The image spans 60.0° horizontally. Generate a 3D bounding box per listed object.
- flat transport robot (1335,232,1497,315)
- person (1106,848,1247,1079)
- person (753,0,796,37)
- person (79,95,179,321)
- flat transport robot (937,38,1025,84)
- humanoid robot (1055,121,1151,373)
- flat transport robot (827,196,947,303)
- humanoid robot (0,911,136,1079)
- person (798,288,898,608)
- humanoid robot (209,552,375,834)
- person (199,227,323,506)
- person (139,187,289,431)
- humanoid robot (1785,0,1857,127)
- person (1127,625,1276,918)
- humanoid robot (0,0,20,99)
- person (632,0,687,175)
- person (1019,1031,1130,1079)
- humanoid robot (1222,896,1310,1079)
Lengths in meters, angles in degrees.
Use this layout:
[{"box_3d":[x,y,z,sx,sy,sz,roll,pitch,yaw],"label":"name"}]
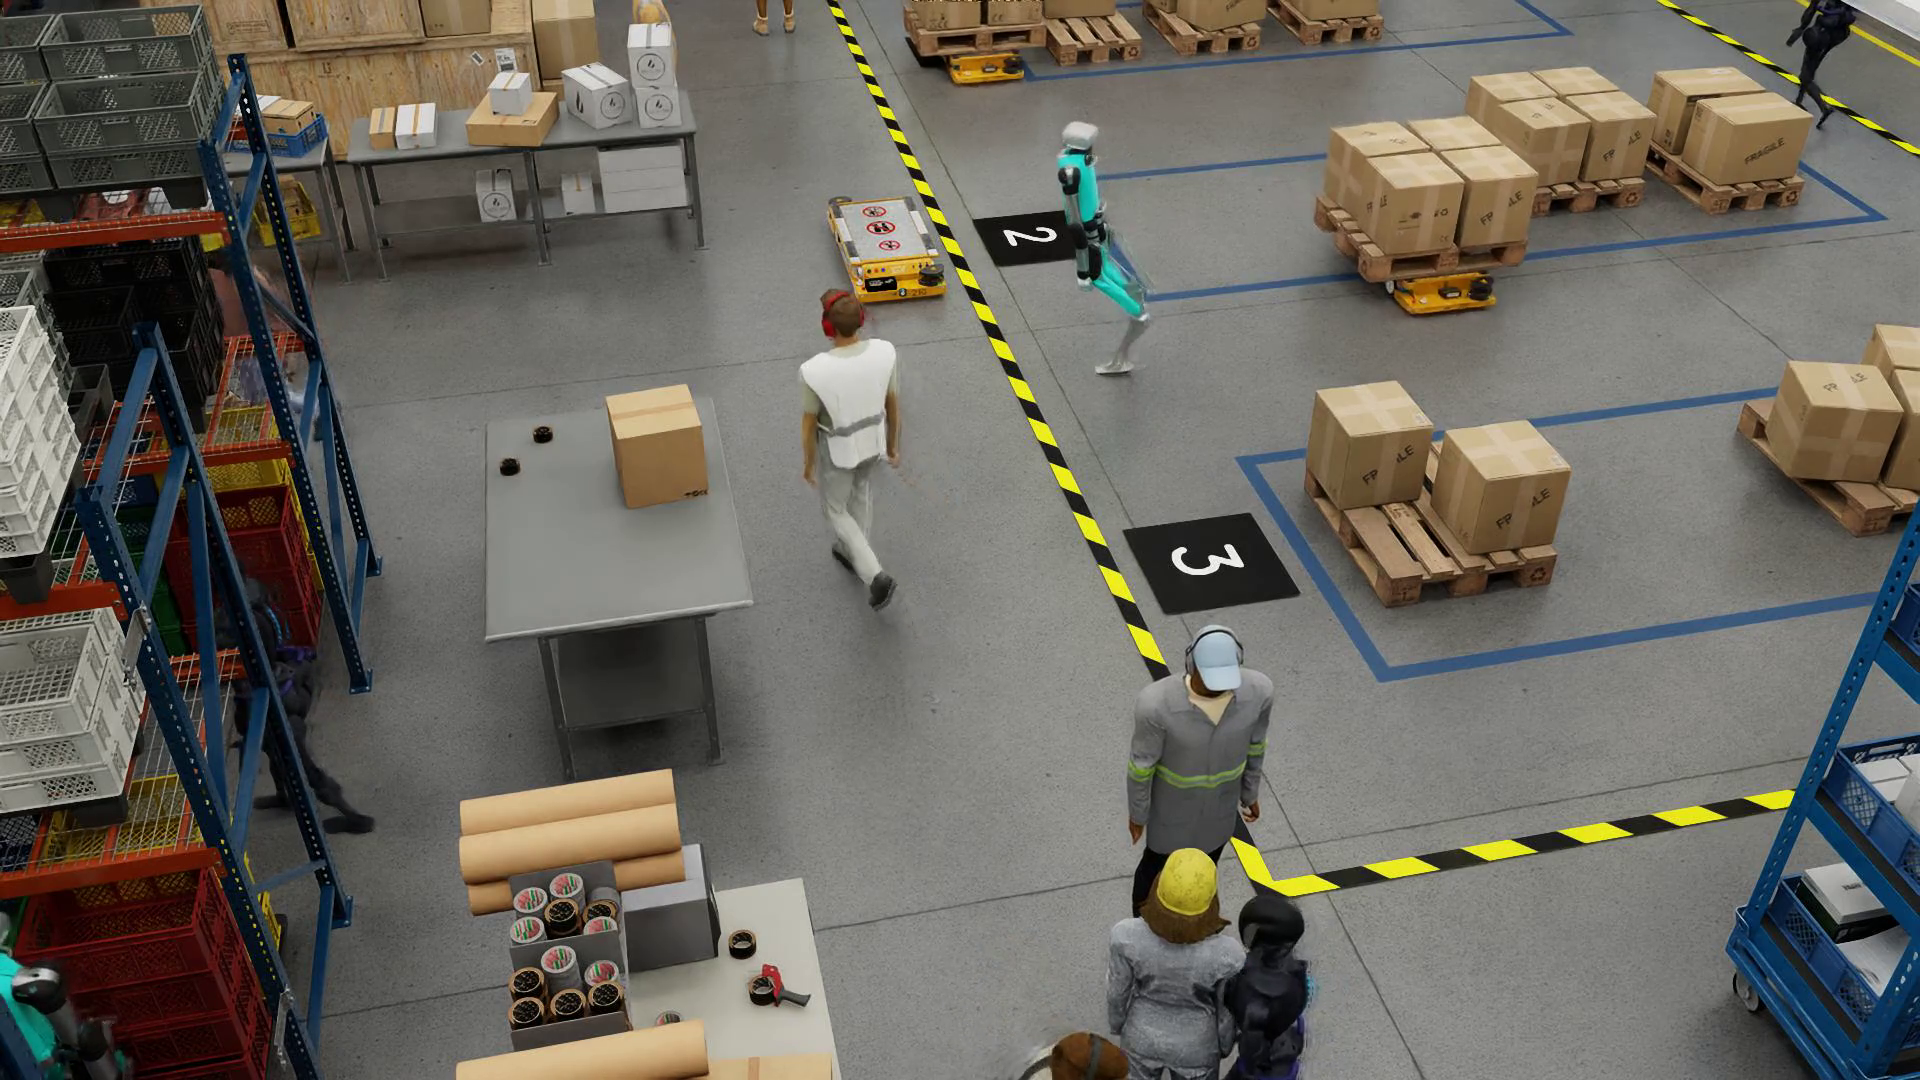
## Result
[{"box_3d":[3.368,-2.122,12.383,0.652,0.197,1.431,-8,37,-10],"label":"flat transport robot"},{"box_3d":[0.759,1.745,5.971,0.484,1.744,0.295,8,37,11],"label":"person"},{"box_3d":[-1.866,-5.884,15.983,0.604,2.037,0.384,-10,38,-13],"label":"person"},{"box_3d":[-5.759,-2.355,11.339,0.372,1.915,0.593,9,38,12],"label":"person"},{"box_3d":[0.126,-4.723,15.878,0.652,0.197,1.431,-8,37,-10],"label":"flat transport robot"},{"box_3d":[1.001,-1.804,10.786,0.816,1.811,0.536,8,37,11],"label":"humanoid robot"},{"box_3d":[-0.570,-2.220,12.538,0.659,0.231,1.431,-8,37,-10],"label":"flat transport robot"},{"box_3d":[-3.202,1.742,5.973,0.590,1.768,0.882,0,37,-1],"label":"humanoid robot"},{"box_3d":[-0.557,-0.469,8.884,0.563,1.820,0.703,-24,43,-28],"label":"person"},{"box_3d":[-3.100,0.720,7.419,0.629,1.643,0.595,-1,37,-2],"label":"humanoid robot"},{"box_3d":[-4.128,-1.127,9.833,0.537,1.742,0.689,20,41,25],"label":"person"},{"box_3d":[-4.594,-1.614,10.239,0.612,2.043,0.371,13,39,17],"label":"person"},{"box_3d":[7.540,-4.433,14.339,0.602,1.636,0.635,-14,39,-18],"label":"humanoid robot"},{"box_3d":[0.968,1.071,6.787,0.592,1.851,0.399,-8,37,-10],"label":"person"},{"box_3d":[-7.839,-3.601,13.245,0.810,1.885,0.546,8,37,11],"label":"humanoid robot"},{"box_3d":[-2.356,-3.694,13.120,0.361,1.939,0.542,-9,38,-12],"label":"person"},{"box_3d":[0.296,2.179,5.371,0.934,1.773,0.512,12,38,15],"label":"person"},{"box_3d":[1.028,1.885,5.873,0.590,1.646,0.589,10,38,13],"label":"humanoid robot"}]
